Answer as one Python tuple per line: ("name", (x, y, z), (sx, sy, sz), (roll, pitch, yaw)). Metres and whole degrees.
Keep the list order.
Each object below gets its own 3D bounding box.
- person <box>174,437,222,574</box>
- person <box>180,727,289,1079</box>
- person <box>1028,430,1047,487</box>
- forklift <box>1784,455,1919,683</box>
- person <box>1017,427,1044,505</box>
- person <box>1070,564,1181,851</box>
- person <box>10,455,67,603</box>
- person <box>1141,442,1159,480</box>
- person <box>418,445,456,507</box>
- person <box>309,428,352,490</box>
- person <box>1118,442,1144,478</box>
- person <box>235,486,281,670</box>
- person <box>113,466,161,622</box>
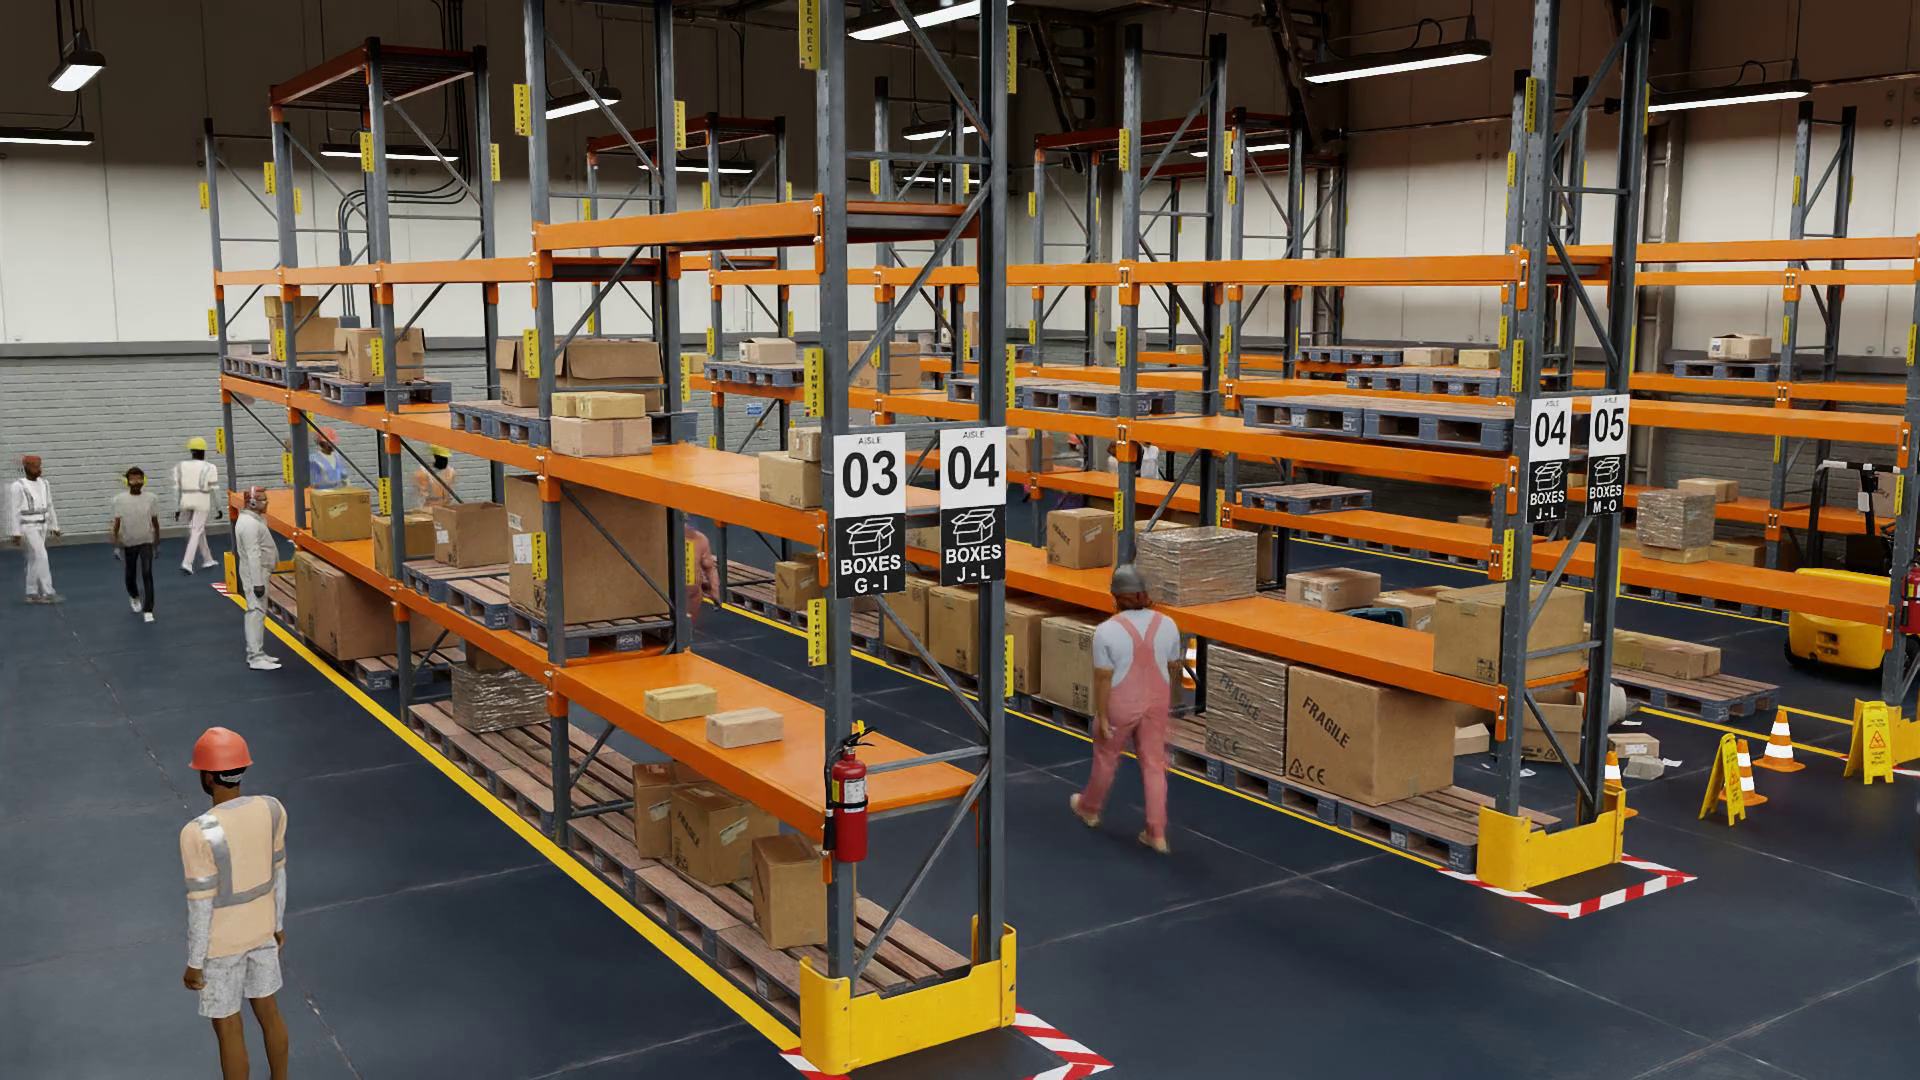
("person", (-10.641, -0.481, 23.126), (0.599, 1.882, 0.973), (1, 9, 7))
("person", (-3.345, 1.810, 7.647), (0.357, 1.936, 0.551), (4, 9, 23))
("person", (1.443, -1.866, 32.813), (0.574, 1.733, 0.553), (-1, 9, -6))
("forklift", (9.643, 0.253, 17.172), (2.313, 2.155, 1.214), (-6, 10, -33))
("person", (1.274, -1.506, 30.328), (0.538, 1.748, 0.459), (-2, 9, -11))
("person", (1.195, 1.128, 11.852), (0.688, 2.000, 0.969), (-3, 9, -17))
("person", (-11.441, -0.127, 20.790), (0.774, 1.859, 0.606), (1, 9, 8))
("person", (2.969, -0.930, 26.467), (0.535, 1.767, 0.315), (-6, 10, -33))
("person", (-7.081, -0.391, 22.416), (0.647, 1.902, 0.610), (7, 11, 37))
("person", (-8.694, -0.560, 23.198), (0.913, 2.002, 0.634), (3, 9, 21))
("person", (2.465, -0.769, 24.477), (0.378, 2.044, 0.607), (5, 10, 30))
("person", (-7.265, 0.386, 17.244), (0.403, 1.904, 0.652), (-4, 9, -25))
("person", (-9.827, 0.026, 19.857), (0.522, 1.847, 0.851), (-5, 10, -29))
